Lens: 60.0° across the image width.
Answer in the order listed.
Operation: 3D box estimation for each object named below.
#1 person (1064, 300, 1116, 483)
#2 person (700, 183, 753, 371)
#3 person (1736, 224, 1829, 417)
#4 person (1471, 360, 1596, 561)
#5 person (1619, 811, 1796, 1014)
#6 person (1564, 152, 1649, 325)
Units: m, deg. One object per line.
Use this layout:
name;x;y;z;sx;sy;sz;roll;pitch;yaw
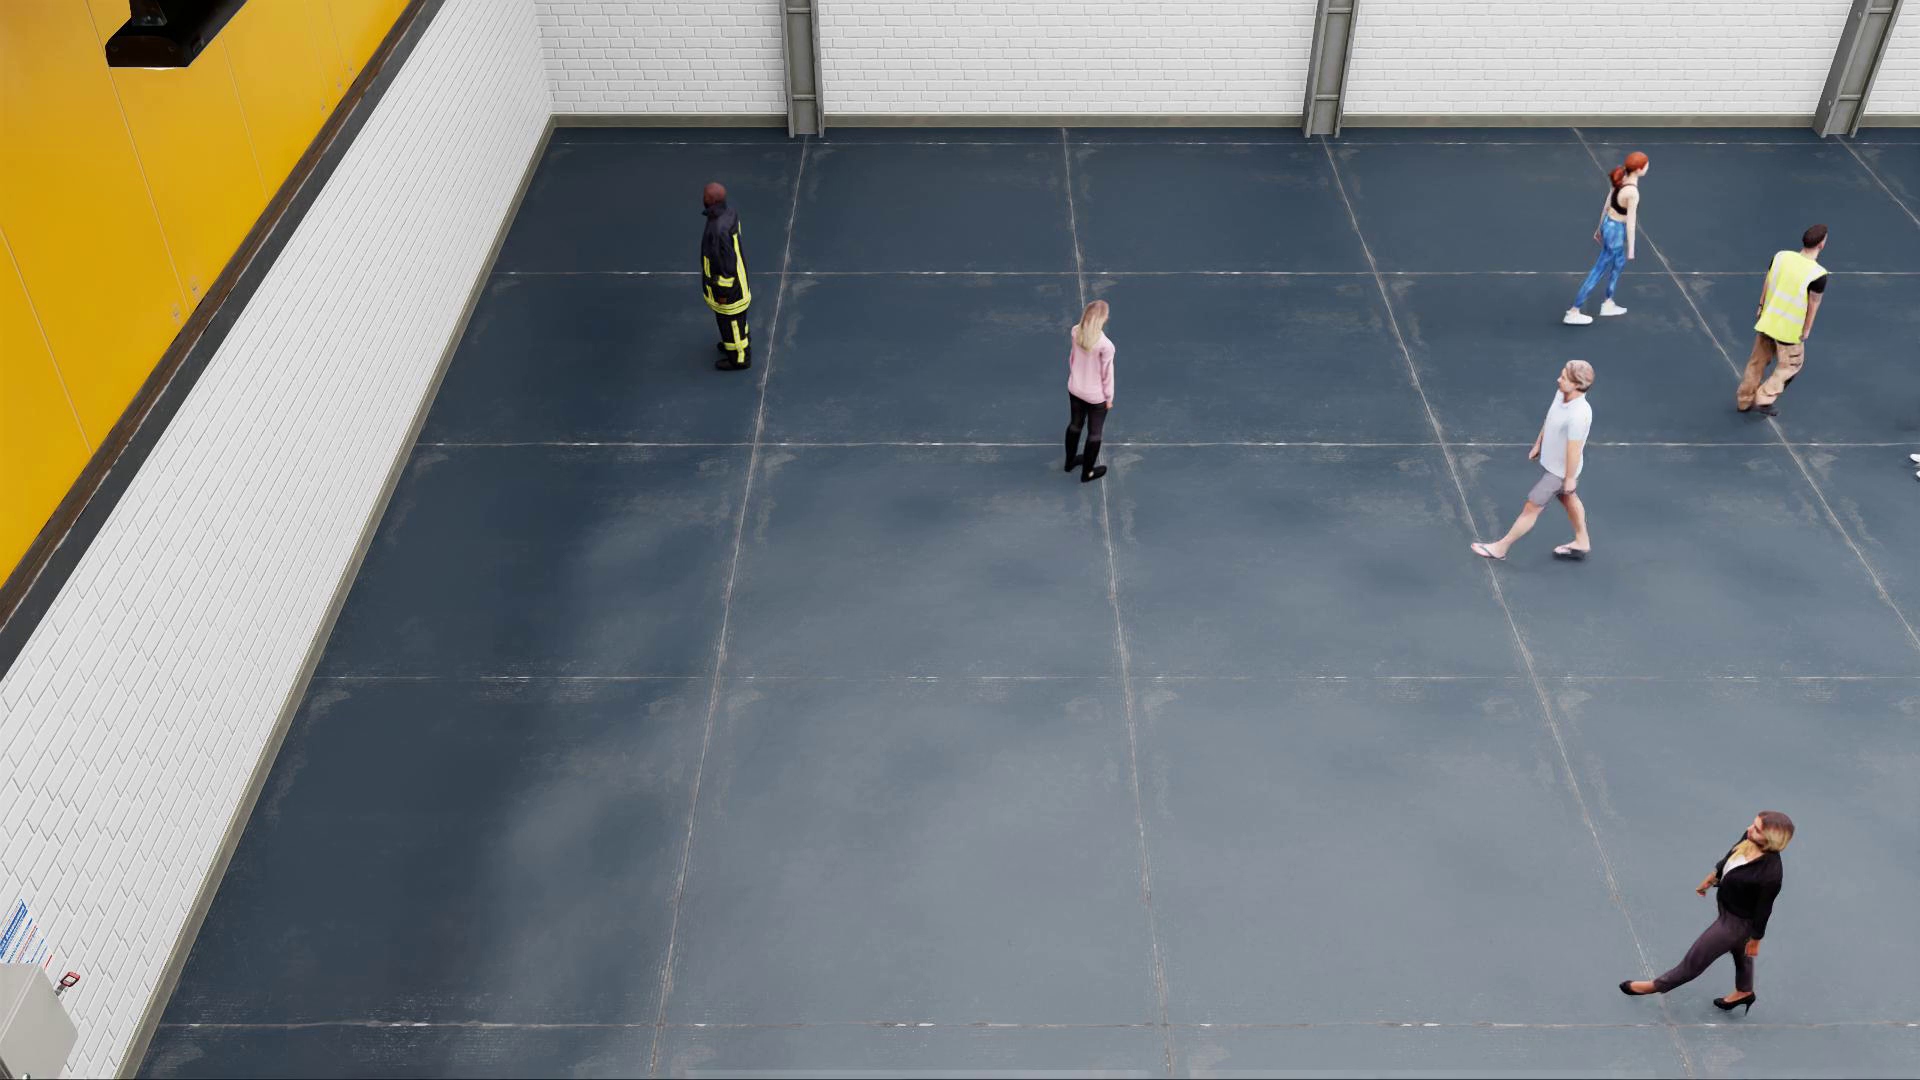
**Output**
person;1.047;-1.225;13.652;0.740;1.683;0.686;-31;48;-33
person;-2.104;-2.401;15.014;0.639;1.821;0.731;1;39;1
person;7.045;-1.846;14.310;0.885;1.832;0.848;-21;43;-24
person;4.687;-0.556;12.737;1.203;1.779;0.730;4;39;5
person;4.500;2.161;9.449;1.053;1.636;0.734;6;39;8
person;6.005;-2.788;15.546;0.887;1.761;0.622;-3;39;-4
